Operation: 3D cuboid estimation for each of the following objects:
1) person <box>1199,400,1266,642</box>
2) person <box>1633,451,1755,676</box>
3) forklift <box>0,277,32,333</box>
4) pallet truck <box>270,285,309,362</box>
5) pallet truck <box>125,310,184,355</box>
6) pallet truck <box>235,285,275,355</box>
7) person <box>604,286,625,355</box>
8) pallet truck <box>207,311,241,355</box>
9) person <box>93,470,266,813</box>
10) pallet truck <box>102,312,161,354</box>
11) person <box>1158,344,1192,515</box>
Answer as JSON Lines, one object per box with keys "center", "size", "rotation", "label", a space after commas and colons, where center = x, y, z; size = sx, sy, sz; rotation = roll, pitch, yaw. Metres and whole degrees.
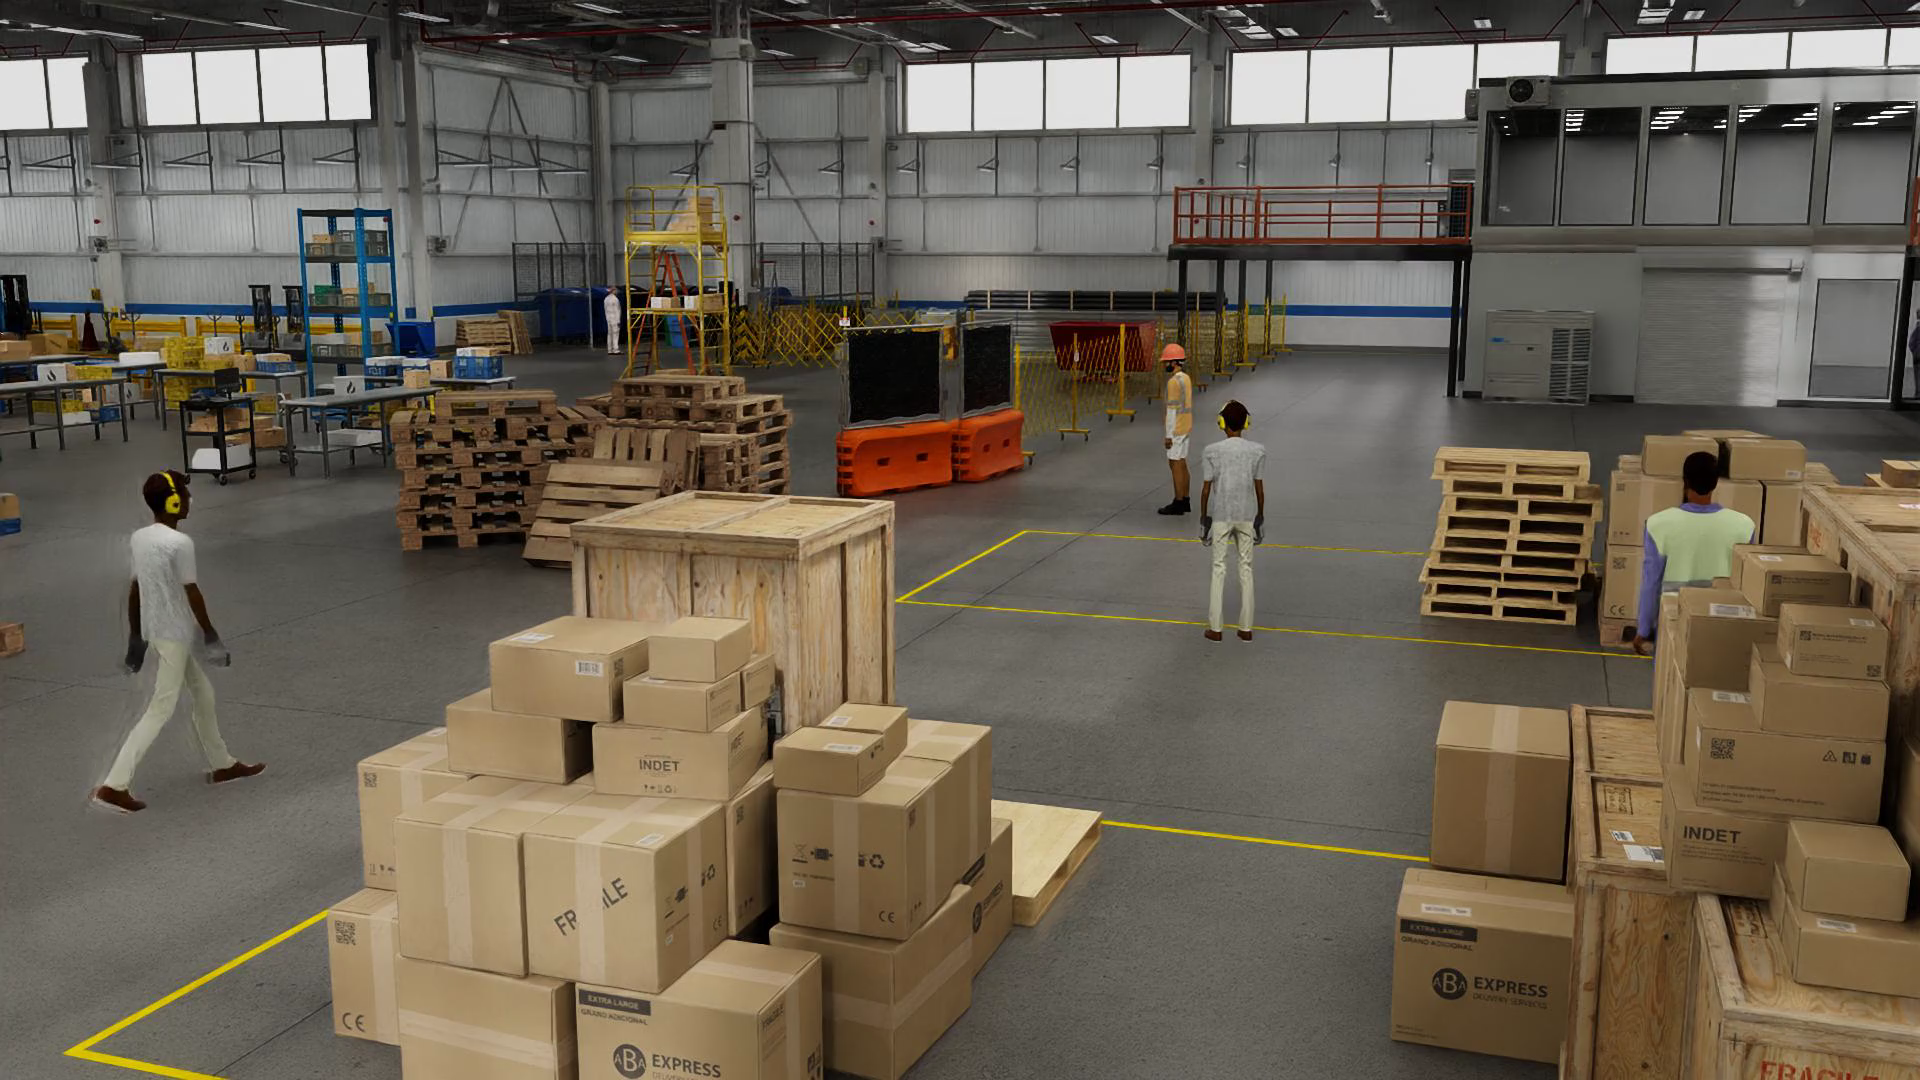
{"center": [2.087, -0.137, 12.741], "size": [0.502, 1.861, 0.328], "rotation": [1, 10, 3], "label": "person"}
{"center": [4.020, 0.472, 9.127], "size": [0.597, 1.916, 0.370], "rotation": [1, 10, 3], "label": "person"}
{"center": [-27.151, -6.329, 46.328], "size": [1.157, 1.987, 2.680], "rotation": [3, 11, 17], "label": "forklift"}
{"center": [-17.147, -5.700, 43.663], "size": [0.823, 1.965, 1.885], "rotation": [3, 11, 17], "label": "pallet truck"}
{"center": [-22.038, -5.665, 45.457], "size": [0.704, 1.261, 1.522], "rotation": [3, 11, 17], "label": "pallet truck"}
{"center": [-18.327, -5.835, 44.421], "size": [0.823, 1.965, 1.885], "rotation": [4, 11, 23], "label": "pallet truck"}
{"center": [-9.535, -6.052, 45.901], "size": [0.409, 1.907, 0.651], "rotation": [-9, 13, -41], "label": "person"}
{"center": [-19.537, -5.575, 44.913], "size": [0.653, 1.274, 1.630], "rotation": [3, 11, 19], "label": "pallet truck"}
{"center": [-4.319, 0.538, 9.044], "size": [0.513, 1.831, 0.973], "rotation": [8, 13, 39], "label": "person"}
{"center": [-23.057, -5.777, 46.261], "size": [0.680, 1.201, 1.601], "rotation": [3, 11, 19], "label": "pallet truck"}
{"center": [2.414, -1.242, 18.772], "size": [0.398, 1.928, 0.541], "rotation": [4, 11, 22], "label": "person"}
